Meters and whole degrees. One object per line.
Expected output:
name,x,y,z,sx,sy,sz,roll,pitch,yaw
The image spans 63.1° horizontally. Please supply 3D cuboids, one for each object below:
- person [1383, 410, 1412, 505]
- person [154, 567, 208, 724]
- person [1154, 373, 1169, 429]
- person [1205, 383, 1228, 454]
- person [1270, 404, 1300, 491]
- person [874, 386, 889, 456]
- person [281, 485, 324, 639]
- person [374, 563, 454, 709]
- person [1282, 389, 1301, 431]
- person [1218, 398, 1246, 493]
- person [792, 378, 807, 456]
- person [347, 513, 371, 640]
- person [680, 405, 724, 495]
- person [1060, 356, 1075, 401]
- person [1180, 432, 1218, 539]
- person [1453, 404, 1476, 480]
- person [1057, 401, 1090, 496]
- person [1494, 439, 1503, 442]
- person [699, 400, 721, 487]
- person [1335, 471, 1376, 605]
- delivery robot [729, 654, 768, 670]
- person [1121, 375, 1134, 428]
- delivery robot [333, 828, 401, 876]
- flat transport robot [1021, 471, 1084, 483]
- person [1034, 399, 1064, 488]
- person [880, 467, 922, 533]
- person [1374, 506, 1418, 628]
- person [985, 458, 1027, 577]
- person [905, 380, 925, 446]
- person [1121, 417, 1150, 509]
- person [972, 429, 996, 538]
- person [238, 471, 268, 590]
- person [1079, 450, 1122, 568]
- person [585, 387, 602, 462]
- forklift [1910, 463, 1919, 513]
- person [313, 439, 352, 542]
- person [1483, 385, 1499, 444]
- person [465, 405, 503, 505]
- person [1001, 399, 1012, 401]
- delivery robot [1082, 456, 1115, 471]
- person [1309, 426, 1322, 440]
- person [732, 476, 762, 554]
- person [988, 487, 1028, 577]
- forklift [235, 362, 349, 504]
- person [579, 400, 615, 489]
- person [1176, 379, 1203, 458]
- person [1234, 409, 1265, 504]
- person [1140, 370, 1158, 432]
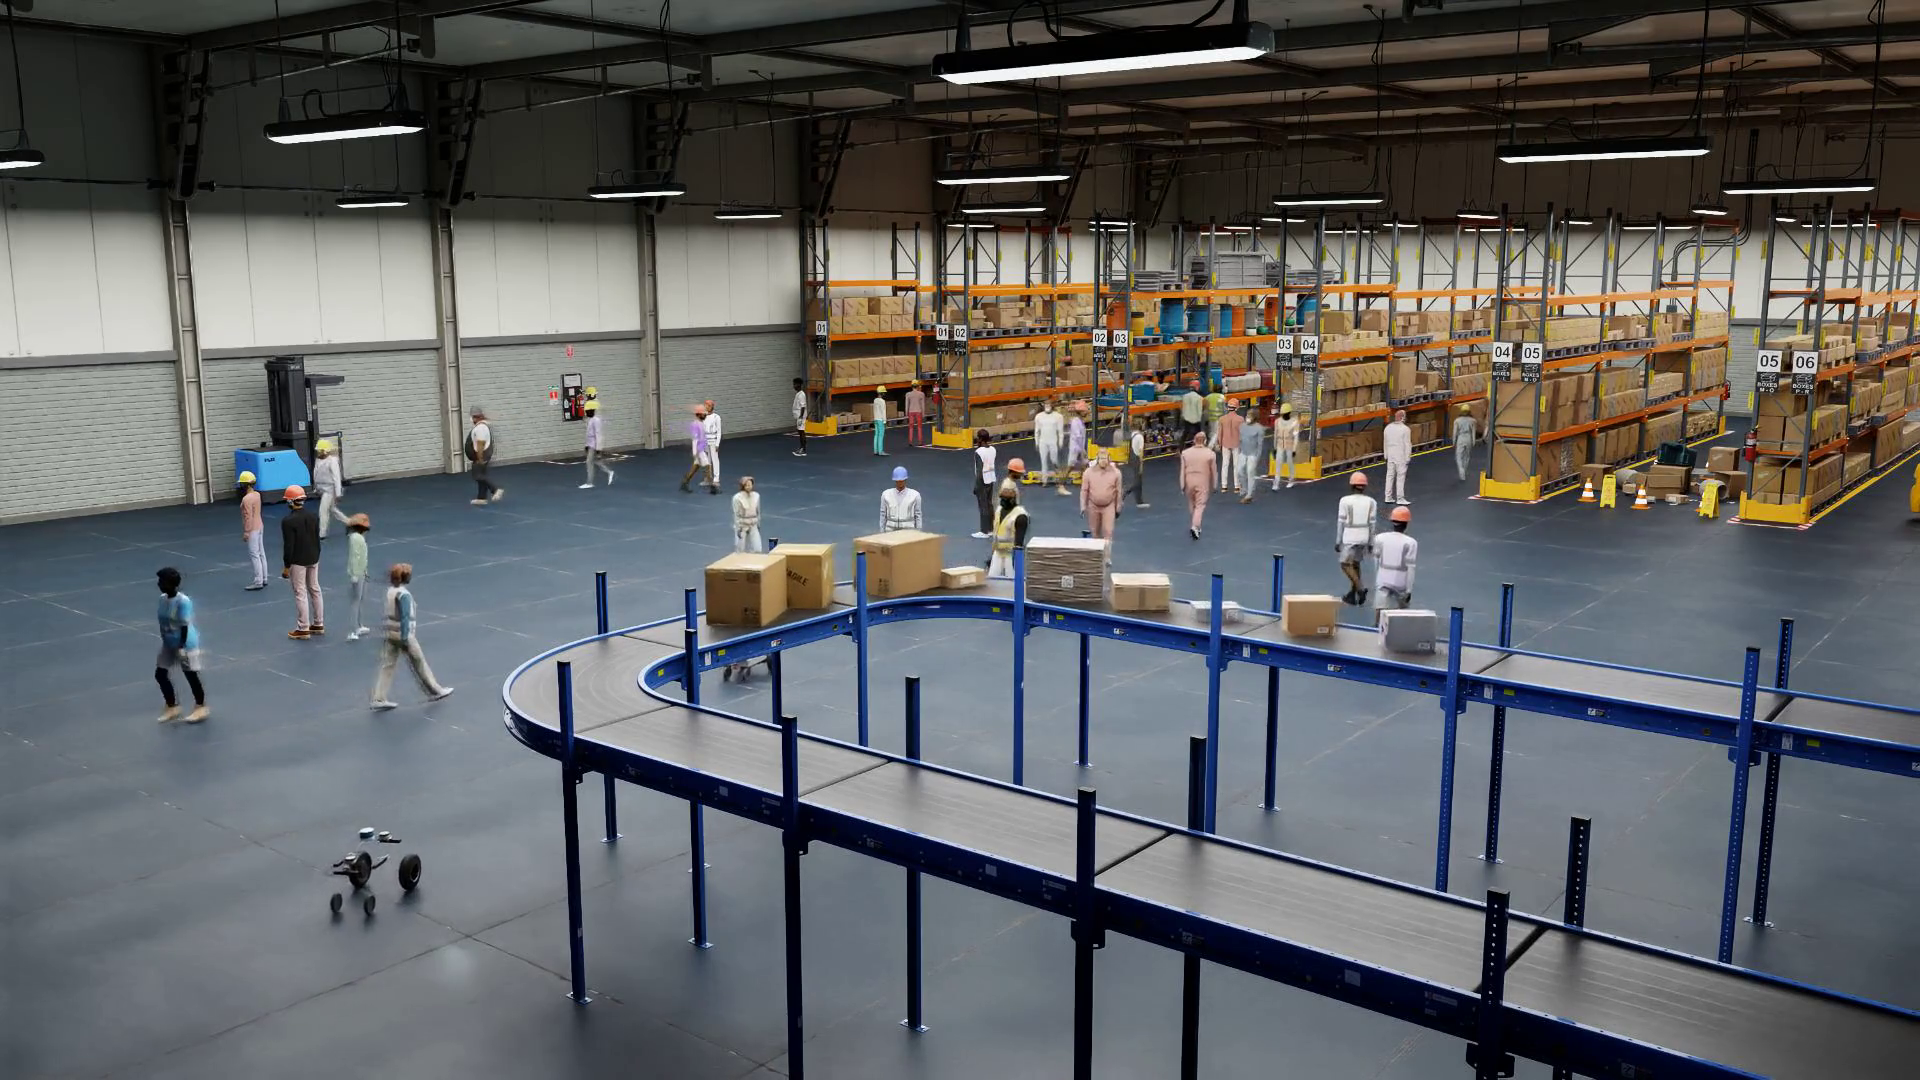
person,8.826,-1.664,31.466,0.402,1.906,0.652,-7,12,-34
person,-8.265,1.122,16.436,0.546,1.676,0.594,6,11,28
person,5.749,-3.985,45.238,0.540,1.644,0.872,8,13,37
person,6.456,-3.053,39.556,0.633,1.820,0.797,9,14,42
person,6.978,-1.994,33.470,0.595,1.869,1.028,7,12,33
person,-1.987,-3.009,39.431,0.326,1.767,0.533,-6,12,-30
person,-8.553,0.273,20.307,0.378,1.996,0.610,4,11,20
person,-6.065,1.037,17.133,0.877,1.583,0.542,-9,13,-40
person,9.269,-3.826,43.564,0.632,1.928,0.485,8,13,37
person,5.759,-1.998,33.093,0.611,1.995,0.375,5,11,24
person,-4.051,-3.109,39.449,0.385,1.967,0.622,-2,10,-12
person,-7.805,0.466,20.321,0.354,1.609,0.666,-4,11,-20
person,-5.483,-1.907,32.885,0.970,1.896,0.556,1,10,5
person,3.257,-4.623,47.813,0.608,2.019,0.919,6,12,32
person,4.218,-0.978,27.729,0.656,1.874,0.906,5,11,25
person,11.268,-2.182,34.939,0.487,1.715,0.537,2,10,10
person,2.493,-1.882,32.487,1.073,1.987,0.606,5,11,25
person,12.296,-2.342,35.395,0.582,1.866,0.618,8,13,37
person,-5.437,-2.100,33.984,0.575,1.885,0.355,7,12,35
person,5.617,-0.008,22.114,0.560,1.923,0.693,-2,10,-13
delivery robot,-2.500,1.287,18.512,0.477,0.478,0.707,4,11,22
person,4.866,-3.963,45.263,0.501,1.611,0.563,4,11,22
delivery robot,-4.527,2.323,11.953,0.335,0.223,0.698,1,10,8
flat transport robot,2.073,-1.396,34.677,1.431,0.197,0.652,0,10,1
person,1.944,-2.127,34.043,0.634,1.918,0.637,3,10,15
person,-0.855,-0.092,22.505,0.618,1.944,0.400,2,10,9
person,5.357,0.516,19.262,0.546,1.887,0.997,6,12,31
person,0.736,-0.310,23.843,0.573,1.907,0.575,1,10,6
person,-1.199,-3.380,41.552,0.526,1.755,0.330,0,10,1
person,3.412,-1.508,30.841,0.699,1.822,0.526,-3,10,-14
person,0.441,-1.008,27.741,0.375,1.917,0.597,6,12,29
person,-10.561,-0.146,23.316,0.310,1.768,0.533,-1,10,-6
person,2.242,-0.494,24.996,0.662,1.859,0.972,2,10,9
person,-8.958,-2.830,38.234,0.403,1.832,0.594,-4,11,-24
forklift,19.034,-1.348,28.998,2.313,2.155,1.214,8,13,37
person,-11.030,-0.891,27.416,0.586,1.809,0.835,10,14,43
person,14.202,-3.347,41.736,0.523,1.616,0.658,7,12,36
person,-9.598,-1.695,31.378,0.639,2.000,0.692,-2,10,-11
person,1.405,-4.517,47.434,0.627,1.940,0.372,10,14,44
delivery robot,3.097,-1.628,34.921,0.707,0.478,0.477,-2,10,-14
person,8.931,-3.012,39.157,0.508,1.872,0.329,9,13,40
person,-3.220,-0.158,23.800,0.520,1.623,0.569,-8,13,-38
person,0.654,0.177,21.347,0.470,1.820,0.641,-7,12,-34
forklift,-13.803,-2.244,32.110,1.129,2.768,1.873,8,13,37
person,-7.875,-2.073,33.785,0.738,1.904,0.602,-4,11,-22
person,5.729,-3.006,38.873,0.616,1.969,0.907,9,13,40
person,5.825,-1.684,31.544,0.488,1.916,0.652,-9,14,-43
person,5.254,-3.772,43.372,0.567,1.882,1.011,9,13,41
